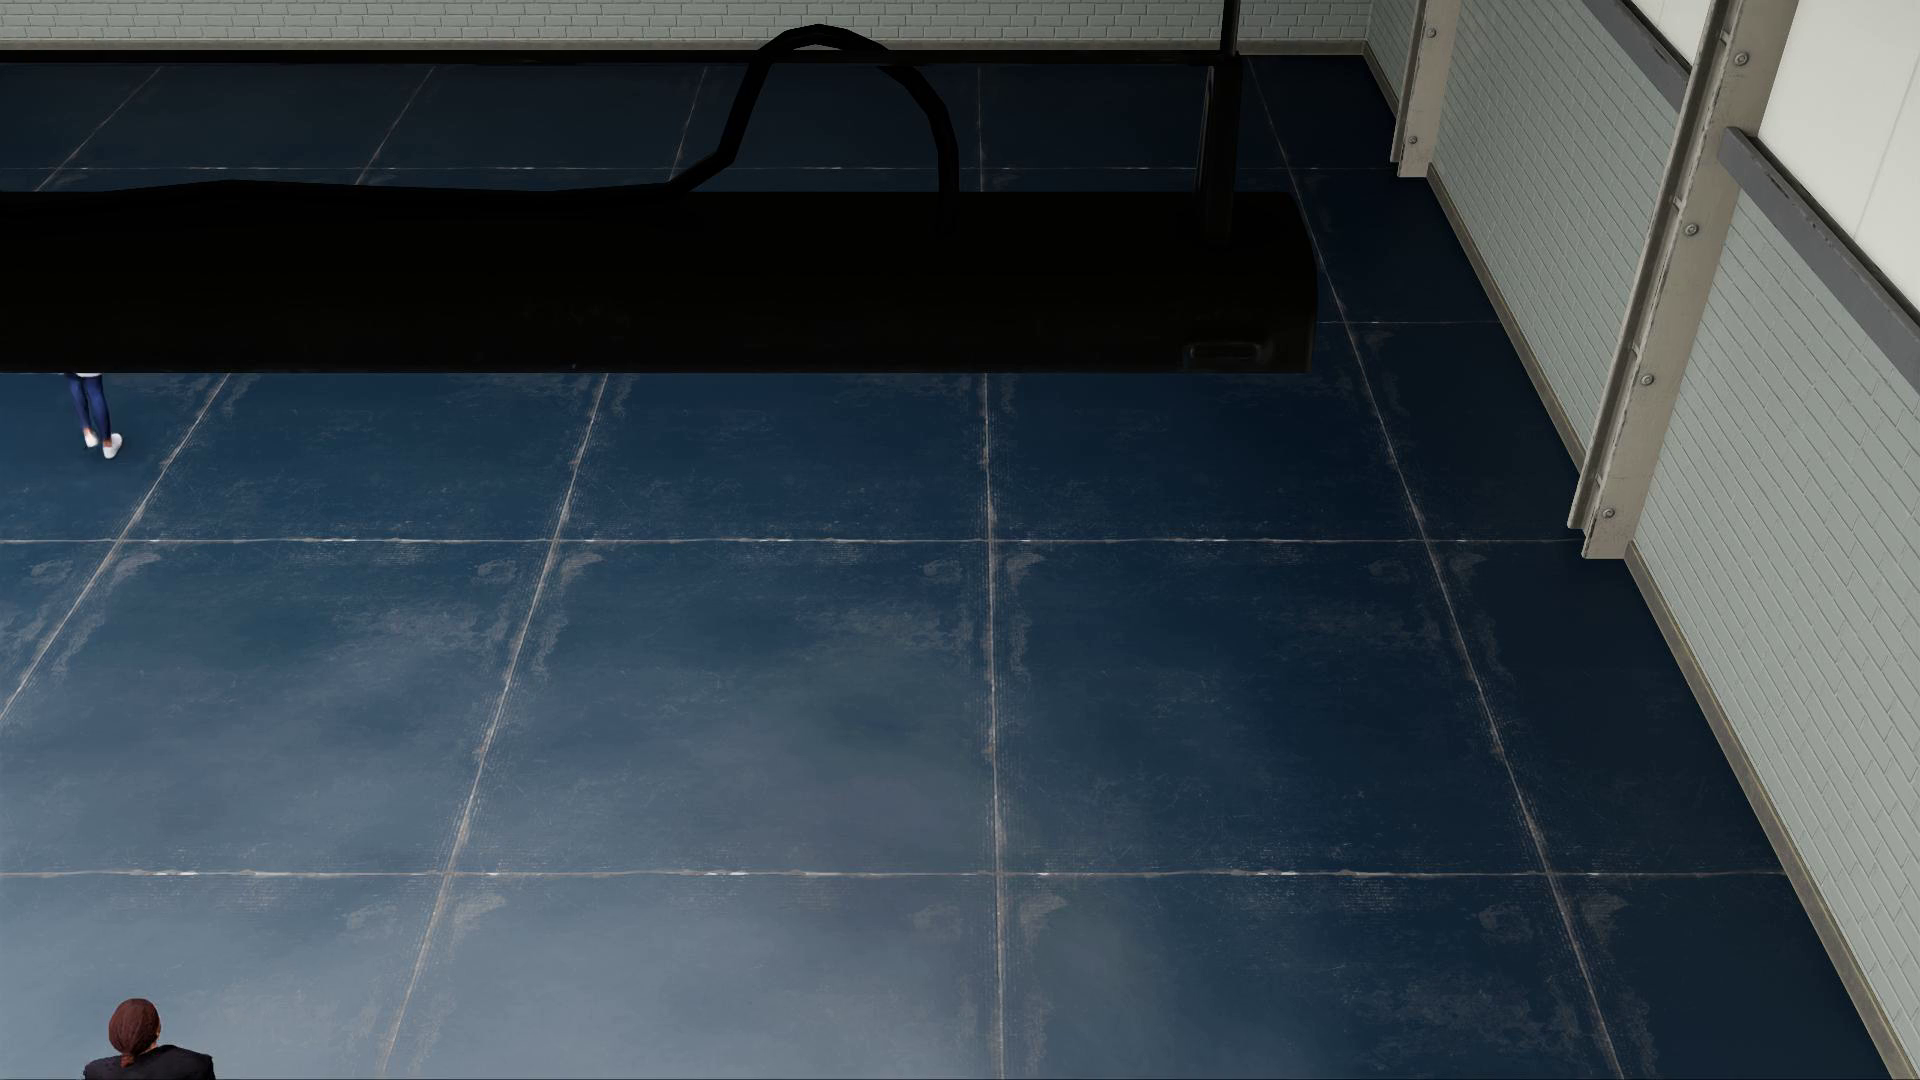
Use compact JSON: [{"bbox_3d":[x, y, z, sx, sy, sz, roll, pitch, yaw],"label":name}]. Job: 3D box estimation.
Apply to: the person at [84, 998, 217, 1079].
[{"bbox_3d":[-3.158,2.557,6.707,0.810,1.664,1.169,-7,38,-9],"label":"person"}]
